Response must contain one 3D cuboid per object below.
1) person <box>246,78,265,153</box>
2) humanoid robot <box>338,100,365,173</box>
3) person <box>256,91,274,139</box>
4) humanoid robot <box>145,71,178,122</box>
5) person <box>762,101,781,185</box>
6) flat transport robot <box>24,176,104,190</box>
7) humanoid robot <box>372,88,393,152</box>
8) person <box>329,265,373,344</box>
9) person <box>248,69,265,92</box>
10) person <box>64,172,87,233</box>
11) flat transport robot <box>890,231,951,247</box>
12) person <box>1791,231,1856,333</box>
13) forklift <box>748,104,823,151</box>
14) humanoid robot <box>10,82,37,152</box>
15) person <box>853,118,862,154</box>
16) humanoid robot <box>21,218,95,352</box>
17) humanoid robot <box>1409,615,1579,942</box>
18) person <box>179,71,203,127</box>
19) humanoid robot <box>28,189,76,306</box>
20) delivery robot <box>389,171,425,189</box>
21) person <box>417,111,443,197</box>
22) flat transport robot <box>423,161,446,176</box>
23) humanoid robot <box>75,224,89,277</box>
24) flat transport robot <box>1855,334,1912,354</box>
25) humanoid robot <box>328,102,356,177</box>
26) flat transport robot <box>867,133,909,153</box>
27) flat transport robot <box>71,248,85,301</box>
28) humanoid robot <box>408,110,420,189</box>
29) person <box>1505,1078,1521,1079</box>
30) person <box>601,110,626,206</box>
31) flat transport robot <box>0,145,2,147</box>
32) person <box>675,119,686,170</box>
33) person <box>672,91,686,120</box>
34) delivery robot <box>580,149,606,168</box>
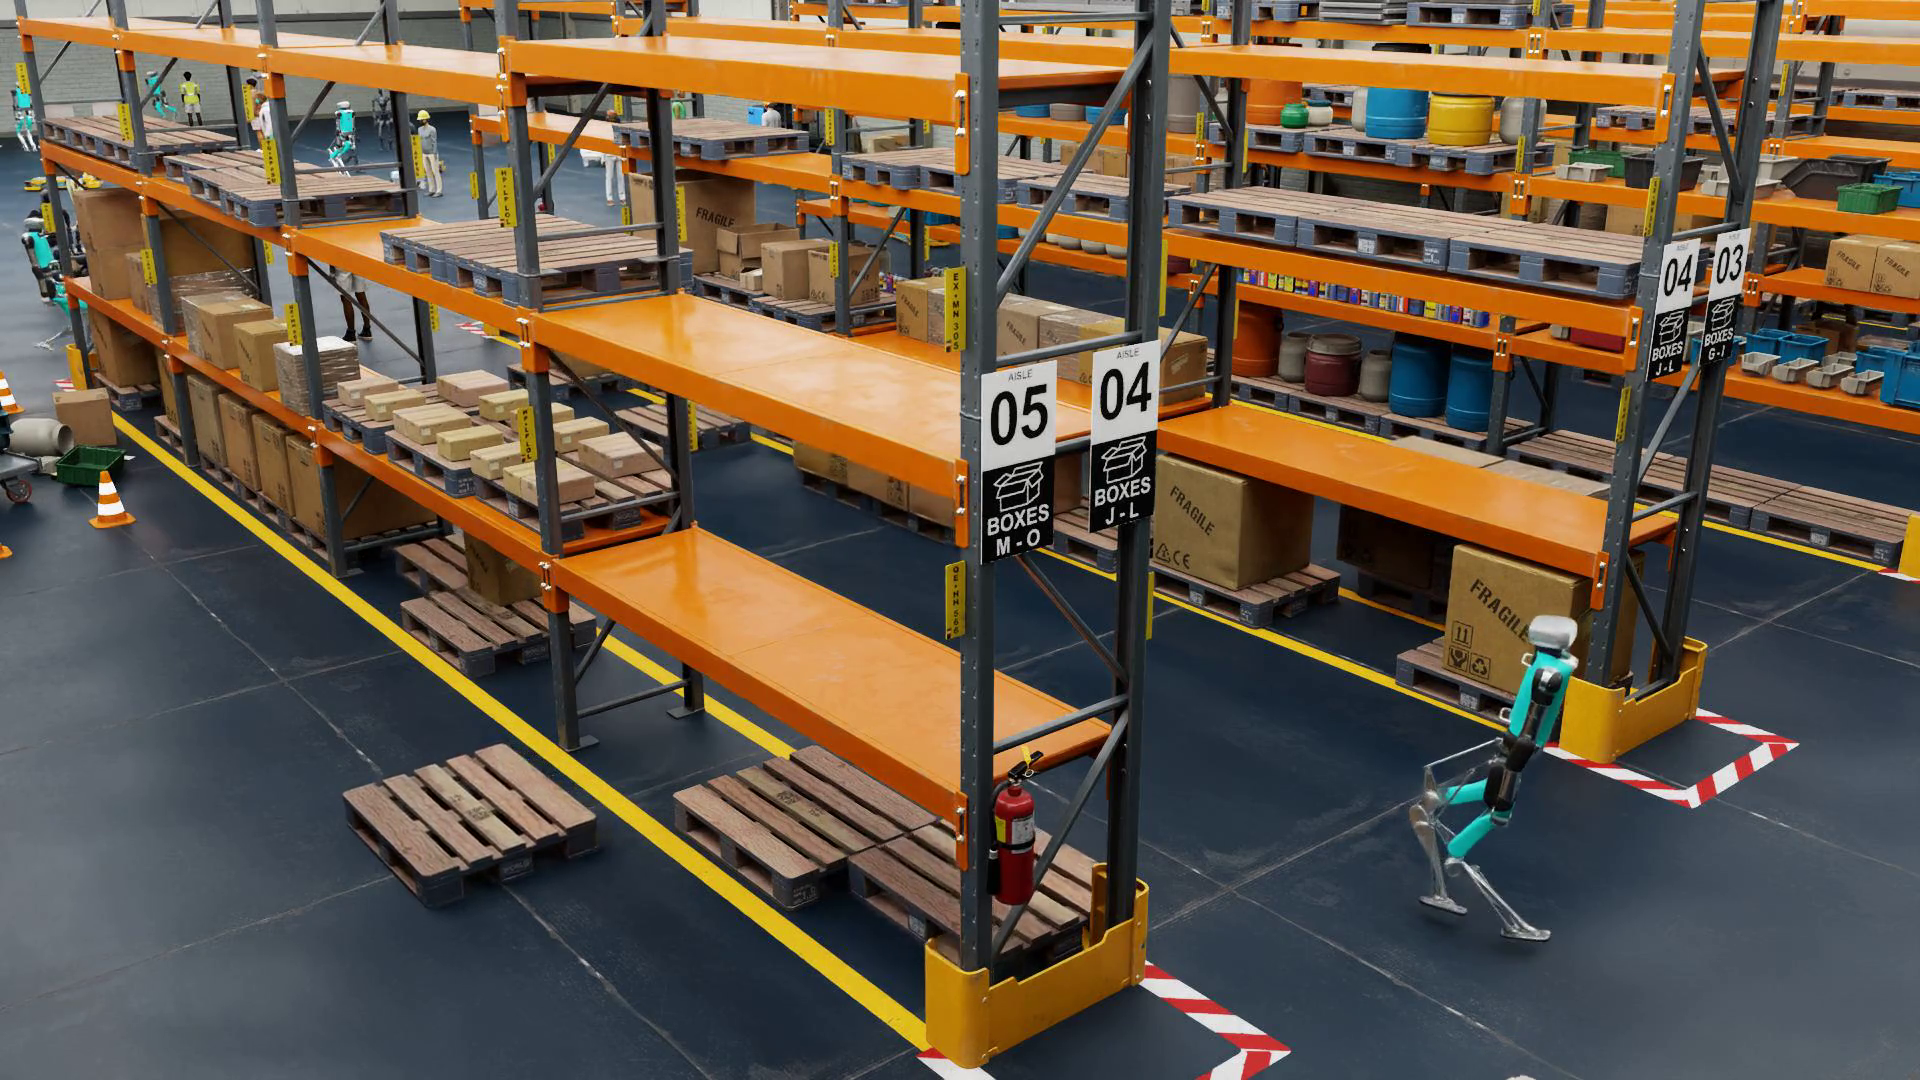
[{"bbox_3d":[-17.786,-10.735,42.092,0.396,1.856,0.776,-1,19,-2],"label":"person"},{"bbox_3d":[-14.104,-9.270,38.276,0.742,1.653,0.609,3,20,9],"label":"humanoid robot"},{"bbox_3d":[-15.566,-9.136,37.456,0.353,1.914,0.498,-7,21,-19],"label":"person"},{"bbox_3d":[-22.371,-12.284,46.707,0.537,1.732,1.021,7,20,18],"label":"humanoid robot"},{"bbox_3d":[-4.126,-8.726,36.332,0.384,1.890,0.564,16,25,38],"label":"person"},{"bbox_3d":[-19.285,-7.678,35.787,1.431,0.231,0.659,-6,20,-16],"label":"flat transport robot"},{"bbox_3d":[-14.592,-10.685,42.228,0.603,1.650,0.496,-3,20,-9],"label":"humanoid robot"},{"bbox_3d":[-7.867,-3.508,21.362,0.368,1.966,0.605,11,22,28],"label":"person"},{"bbox_3d":[-20.004,-12.617,47.440,0.402,1.870,0.494,9,21,25],"label":"person"},{"bbox_3d":[-15.980,-6.502,29.996,0.523,1.893,0.401,17,26,40],"label":"person"},{"bbox_3d":[-0.721,-5.312,29.054,0.659,0.231,1.431,-7,21,-20],"label":"flat transport robot"},{"bbox_3d":[11.218,-3.340,21.330,0.559,1.649,0.846,-9,21,-25],"label":"person"},{"bbox_3d":[-4.526,-11.368,42.374,1.129,2.768,1.873,-15,24,-37],"label":"forklift"},{"bbox_3d":[-23.896,-10.760,42.348,0.686,1.796,0.537,13,23,32],"label":"humanoid robot"},{"bbox_3d":[-2.294,-8.160,34.990,0.834,1.724,0.542,15,24,37],"label":"person"},{"bbox_3d":[-11.084,-3.115,20.622,1.028,1.741,0.536,-2,19,-5],"label":"humanoid robot"},{"bbox_3d":[2.602,1.175,8.358,0.893,1.742,0.551,8,21,22],"label":"humanoid robot"},{"bbox_3d":[-21.654,-12.324,46.852,0.535,1.695,0.321,-13,23,-33],"label":"person"},{"bbox_3d":[-12.971,-4.180,23.728,0.589,1.635,0.454,-15,25,-37],"label":"humanoid robot"},{"bbox_3d":[-11.776,-7.717,35.451,0.499,0.583,0.767,7,21,20],"label":"delivery robot"},{"bbox_3d":[-11.006,-7.989,34.429,0.516,1.756,0.339,12,23,30],"label":"person"},{"bbox_3d":[-12.327,-8.527,38.203,0.659,0.231,1.431,0,19,-1],"label":"flat transport robot"},{"bbox_3d":[-11.633,-3.680,22.302,0.608,1.642,0.428,8,21,23],"label":"humanoid robot"},{"bbox_3d":[11.582,-2.276,20.414,0.659,0.231,1.431,-15,24,-36],"label":"flat transport robot"},{"bbox_3d":[-13.554,-8.718,36.331,0.735,1.677,0.533,9,21,24],"label":"humanoid robot"},{"bbox_3d":[-1.572,-8.341,37.676,0.659,0.231,1.431,-8,21,-22],"label":"flat transport robot"},{"bbox_3d":[-12.339,-3.706,24.485,0.659,0.231,1.431,18,26,41],"label":"flat transport robot"},{"bbox_3d":[-11.729,-8.349,35.560,0.332,1.652,0.603,0,19,-1],"label":"humanoid robot"},{"bbox_3d":[1.522,2.337,5.032,0.397,1.770,0.636,-1,19,-2],"label":"person"},{"bbox_3d":[-6.907,-7.635,33.251,0.569,1.877,0.339,-12,23,-30],"label":"person"},{"bbox_3d":[-25.603,-10.181,42.910,1.431,0.231,0.659,2,19,6],"label":"flat transport robot"},{"bbox_3d":[-5.589,-7.534,33.200,0.447,1.707,0.496,13,23,33],"label":"person"},{"bbox_3d":[-6.435,-9.415,38.158,0.384,1.977,0.487,1,19,2],"label":"person"},{"bbox_3d":[-8.599,-9.118,39.476,0.781,0.609,0.499,-2,19,-5],"label":"delivery robot"}]
